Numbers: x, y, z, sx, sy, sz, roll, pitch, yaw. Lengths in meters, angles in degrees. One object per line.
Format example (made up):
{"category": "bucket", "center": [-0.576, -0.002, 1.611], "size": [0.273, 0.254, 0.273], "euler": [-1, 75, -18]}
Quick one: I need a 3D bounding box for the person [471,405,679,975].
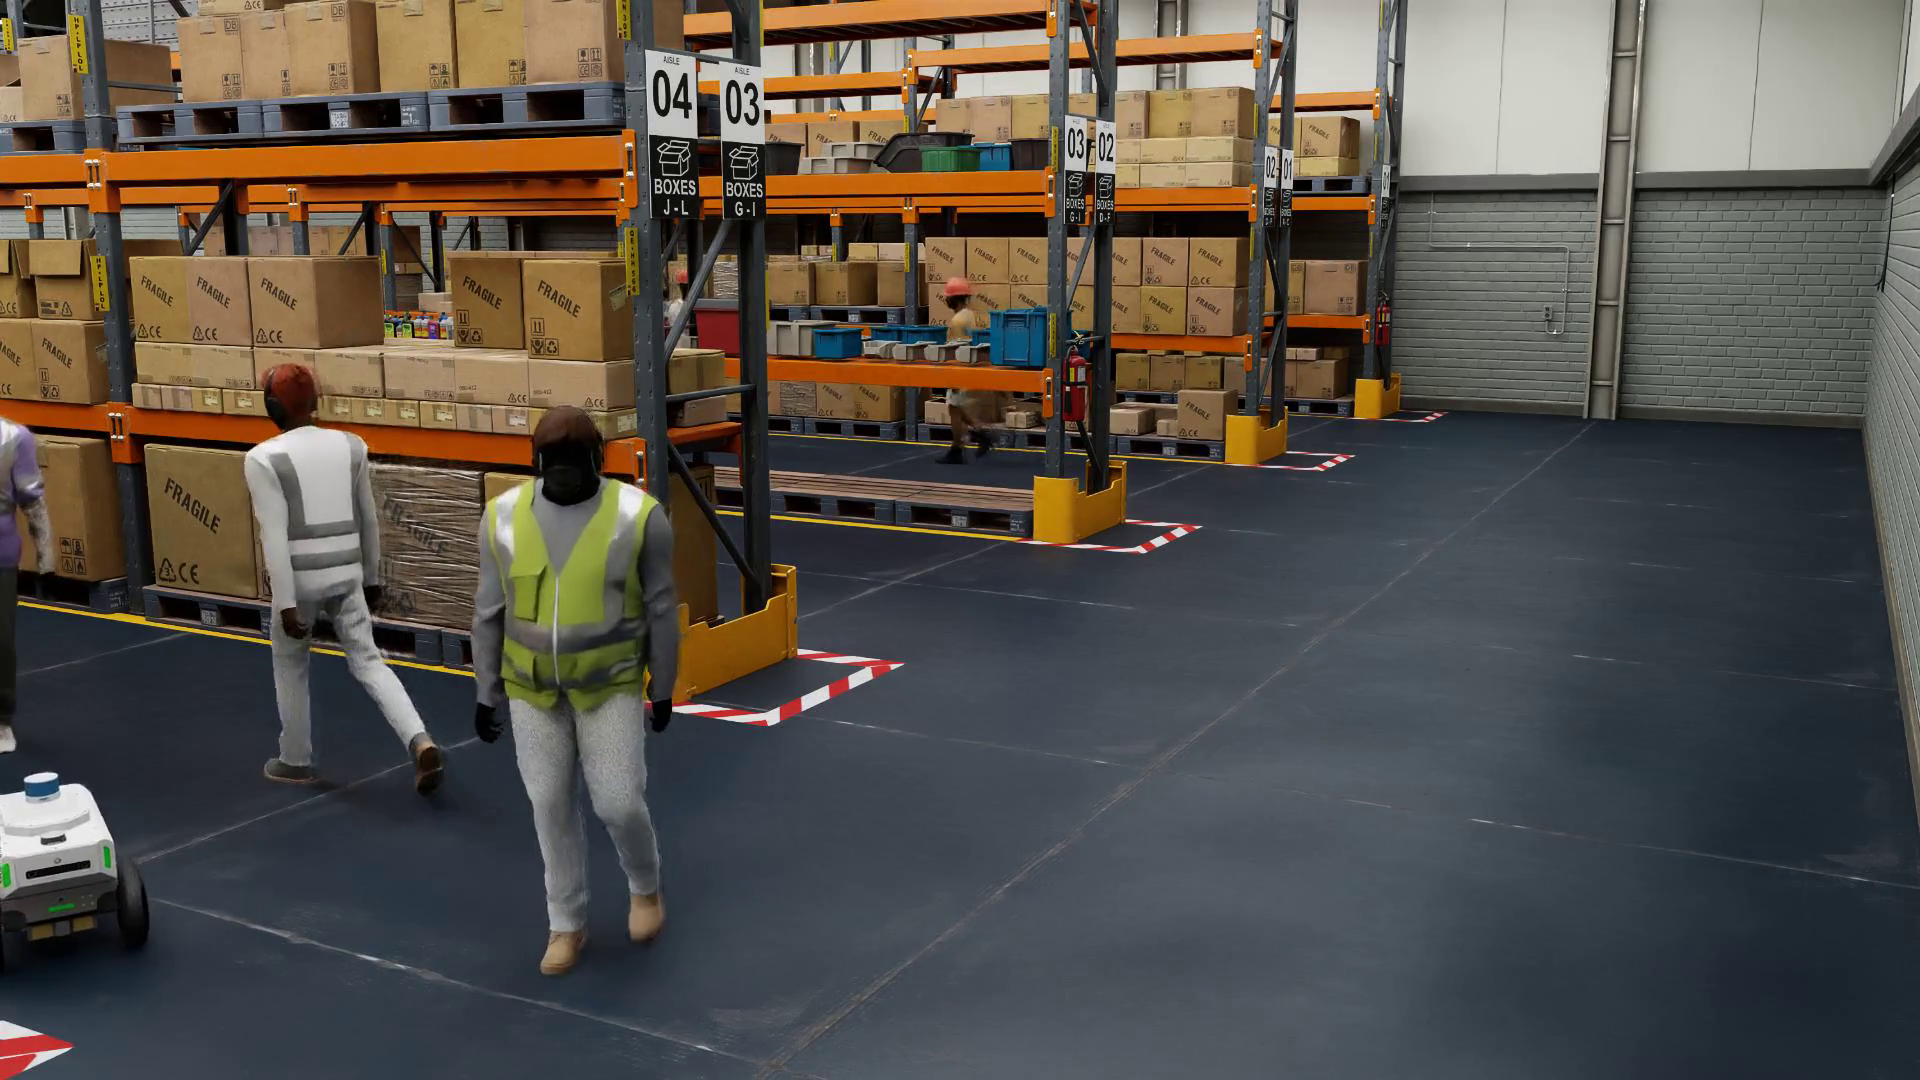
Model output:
{"category": "person", "center": [-1.231, 0.473, 5.341], "size": [0.641, 1.828, 0.428], "euler": [1, 10, 4]}

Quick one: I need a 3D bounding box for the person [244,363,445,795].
{"category": "person", "center": [-2.604, 0.182, 6.916], "size": [0.956, 1.846, 0.585], "euler": [8, 13, 36]}

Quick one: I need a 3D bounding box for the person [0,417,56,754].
{"category": "person", "center": [-4.338, 0.080, 7.320], "size": [0.607, 1.892, 0.818], "euler": [-7, 12, -32]}

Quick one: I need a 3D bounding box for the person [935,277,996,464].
{"category": "person", "center": [0.028, -1.721, 17.036], "size": [0.521, 1.927, 0.561], "euler": [3, 11, 14]}

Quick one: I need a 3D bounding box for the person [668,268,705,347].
{"category": "person", "center": [-2.906, -1.981, 18.268], "size": [1.043, 1.986, 0.639], "euler": [3, 11, 18]}

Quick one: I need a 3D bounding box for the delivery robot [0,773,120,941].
{"category": "delivery robot", "center": [-3.054, 1.023, 5.567], "size": [0.477, 0.478, 0.707], "euler": [-7, 12, -33]}
